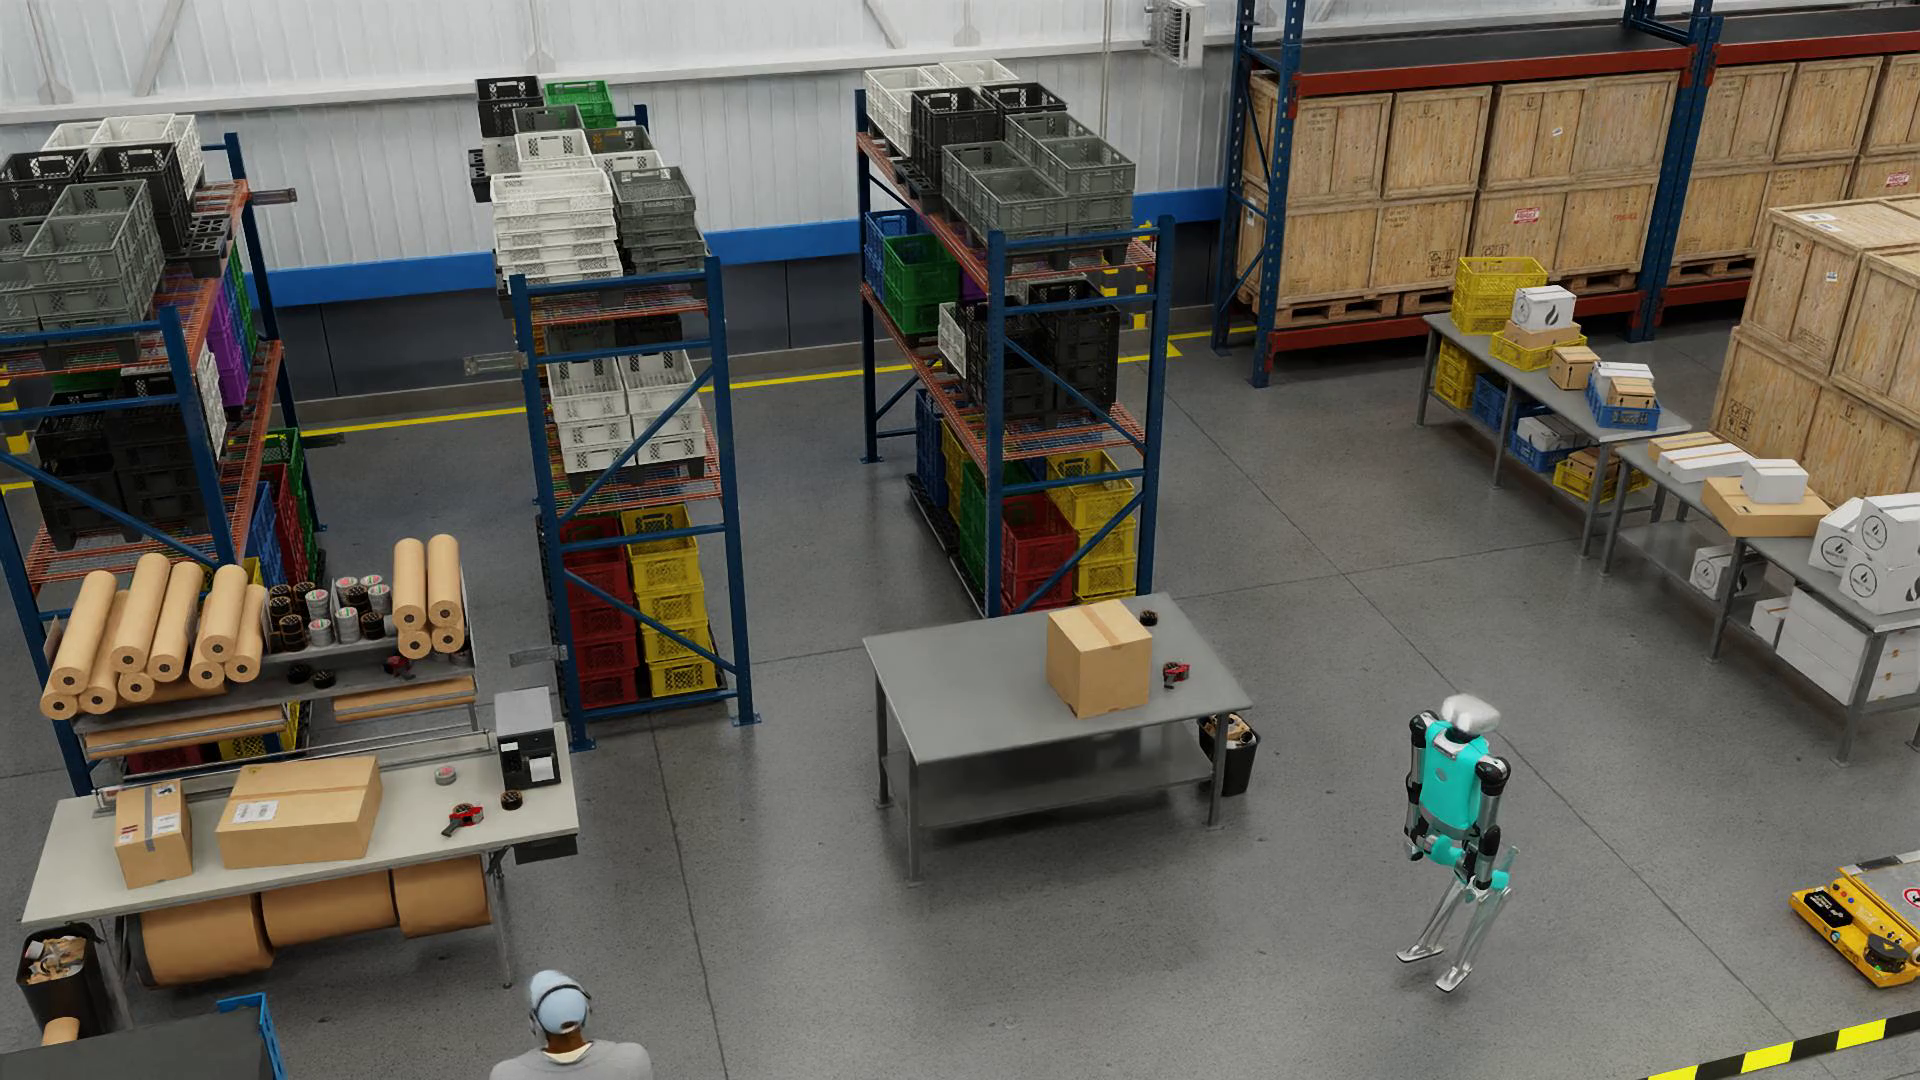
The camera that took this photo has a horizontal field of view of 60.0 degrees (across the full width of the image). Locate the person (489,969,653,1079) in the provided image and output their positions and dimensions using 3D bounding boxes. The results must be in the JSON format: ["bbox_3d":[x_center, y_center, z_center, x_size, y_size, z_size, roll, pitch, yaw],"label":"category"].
[{"bbox_3d":[-1.403,2.342,6.255,0.596,1.852,0.378,-7,29,-12],"label":"person"}]

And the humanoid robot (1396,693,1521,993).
[{"bbox_3d":[2.470,1.394,7.957,0.735,1.681,0.533,-17,33,-28],"label":"humanoid robot"}]

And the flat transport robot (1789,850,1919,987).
[{"bbox_3d":[5.163,1.916,8.676,1.431,0.231,0.659,-8,30,-14],"label":"flat transport robot"}]
